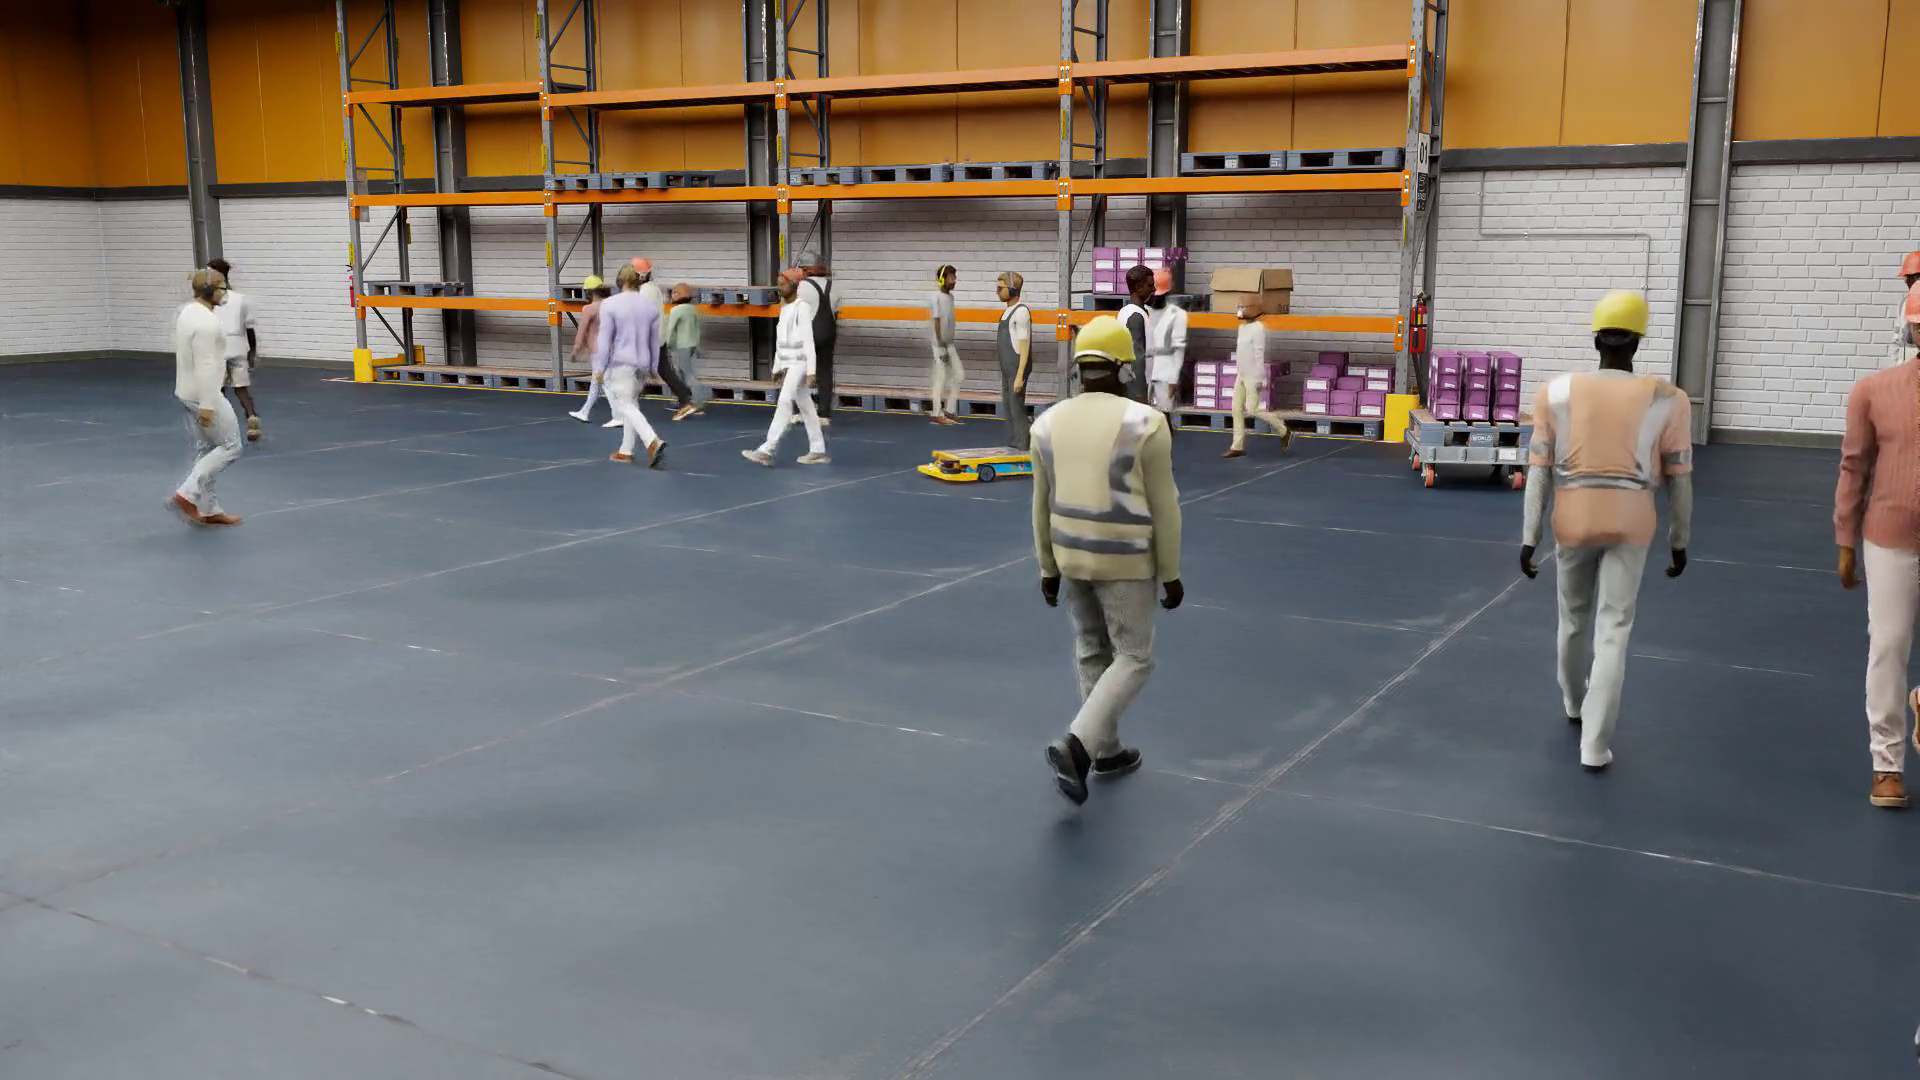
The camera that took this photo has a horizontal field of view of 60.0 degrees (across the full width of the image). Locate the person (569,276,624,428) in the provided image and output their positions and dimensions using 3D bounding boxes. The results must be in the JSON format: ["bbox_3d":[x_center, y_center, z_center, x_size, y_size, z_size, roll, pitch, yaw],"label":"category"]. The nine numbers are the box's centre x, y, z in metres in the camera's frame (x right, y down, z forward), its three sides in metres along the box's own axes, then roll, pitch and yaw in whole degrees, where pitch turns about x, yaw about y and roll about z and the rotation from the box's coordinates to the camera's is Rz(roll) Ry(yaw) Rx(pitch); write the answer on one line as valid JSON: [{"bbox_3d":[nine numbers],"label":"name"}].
[{"bbox_3d":[-4.217,-2.149,19.077,0.900,1.722,0.542,4,11,20],"label":"person"}]

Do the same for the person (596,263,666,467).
[{"bbox_3d":[-3.053,-1.632,15.614,0.861,1.914,0.633,8,13,40],"label":"person"}]

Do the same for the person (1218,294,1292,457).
[{"bbox_3d":[2.895,-1.597,16.263,0.645,1.612,0.504,-2,10,-14],"label":"person"}]

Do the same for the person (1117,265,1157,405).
[{"bbox_3d":[1.377,-1.198,13.128,0.392,1.919,0.593,0,10,-2],"label":"person"}]

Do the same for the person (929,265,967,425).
[{"bbox_3d":[-0.129,-2.235,19.203,0.521,1.846,0.522,6,12,31],"label":"person"}]

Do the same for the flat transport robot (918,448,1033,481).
[{"bbox_3d":[0.406,-0.700,14.968,1.431,0.197,0.652,-4,11,-23],"label":"flat transport robot"}]

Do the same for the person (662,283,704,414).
[{"bbox_3d":[-3.493,-2.359,20.573,0.769,1.598,0.522,4,11,22],"label":"person"}]

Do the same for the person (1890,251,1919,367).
[{"bbox_3d":[8.119,-1.430,14.145,0.407,2.029,0.614,-2,10,-9],"label":"person"}]

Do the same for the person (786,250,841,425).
[{"bbox_3d":[-1.748,-2.342,19.256,0.640,2.000,0.715,10,14,44],"label":"person"}]

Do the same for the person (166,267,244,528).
[{"bbox_3d":[-5.498,-1.016,12.092,0.477,1.920,0.652,-8,13,-37],"label":"person"}]

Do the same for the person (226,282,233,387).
[{"bbox_3d":[-10.777,-3.033,24.362,0.522,1.612,0.497,3,10,17],"label":"person"}]

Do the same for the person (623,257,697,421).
[{"bbox_3d":[-3.620,-2.369,19.728,1.004,1.953,0.644,3,10,14],"label":"person"}]

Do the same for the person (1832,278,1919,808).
[{"bbox_3d":[3.612,-0.013,6.235,0.634,1.979,0.672,5,11,25],"label":"person"}]

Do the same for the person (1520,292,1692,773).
[{"bbox_3d":[2.648,-0.061,6.797,0.622,1.873,0.987,5,11,26],"label":"person"}]

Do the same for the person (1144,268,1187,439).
[{"bbox_3d":[1.681,-1.450,14.688,0.615,1.866,0.971,5,11,27],"label":"person"}]

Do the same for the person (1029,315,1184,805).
[{"bbox_3d":[0.517,0.076,6.199,0.598,1.813,0.717,8,13,38],"label":"person"}]

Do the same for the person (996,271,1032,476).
[{"bbox_3d":[0.480,-1.499,15.039,0.327,1.843,0.515,-3,10,-14],"label":"person"}]

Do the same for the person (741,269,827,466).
[{"bbox_3d":[-1.676,-1.611,15.652,0.935,1.843,0.612,-4,11,-22],"label":"person"}]

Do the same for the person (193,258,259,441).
[{"bbox_3d":[-7.560,-1.924,17.163,0.608,1.951,0.608,-9,13,-41],"label":"person"}]
